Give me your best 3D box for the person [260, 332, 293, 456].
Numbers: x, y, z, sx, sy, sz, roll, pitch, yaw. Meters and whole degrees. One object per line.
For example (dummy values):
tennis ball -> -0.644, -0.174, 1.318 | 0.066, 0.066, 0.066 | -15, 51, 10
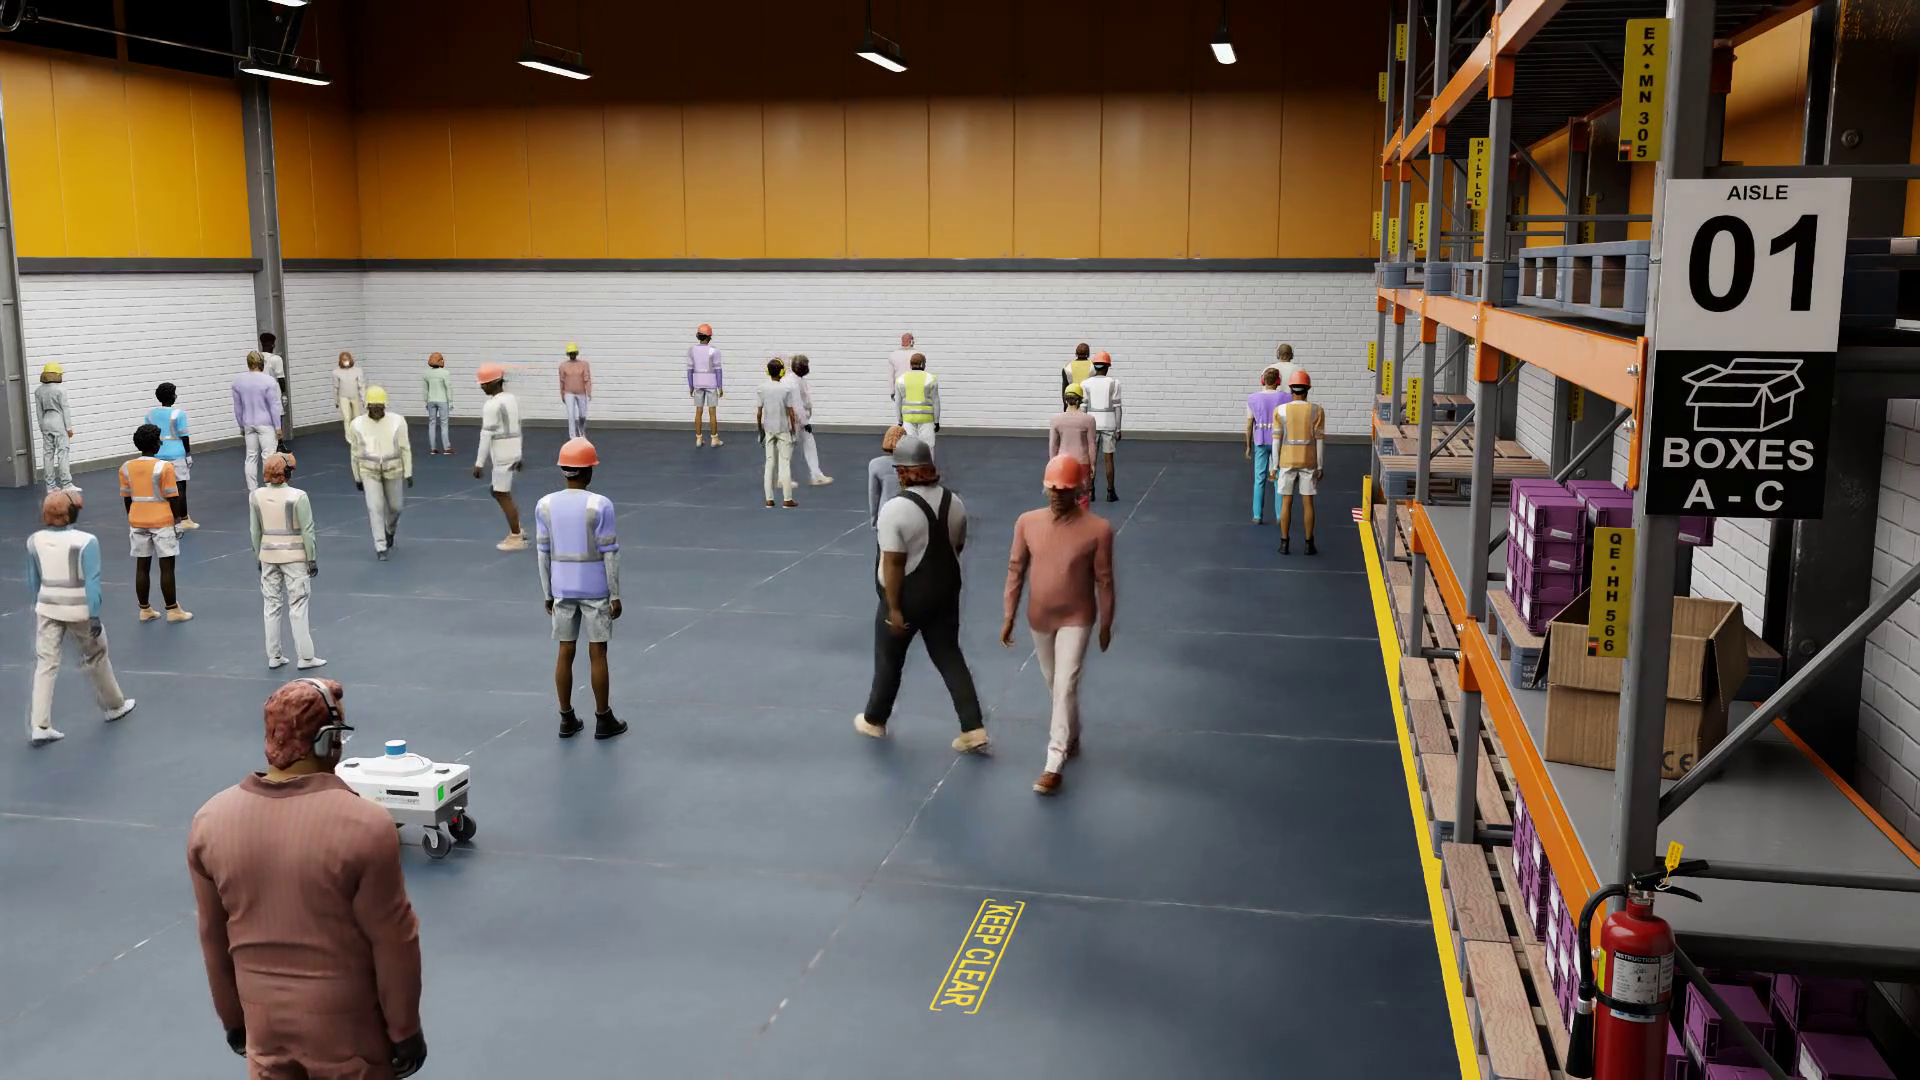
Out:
person -> -10.919, -2.301, 26.319 | 0.603, 1.959, 0.379 | 2, 10, 12

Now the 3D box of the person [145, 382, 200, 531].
person -> -8.978, -0.943, 18.927 | 0.532, 1.697, 0.320 | 2, 10, 12

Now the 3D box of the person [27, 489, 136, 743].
person -> -5.737, 0.468, 10.725 | 0.533, 1.590, 0.886 | 1, 10, 8

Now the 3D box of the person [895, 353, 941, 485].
person -> -0.561, -1.612, 22.546 | 0.621, 1.838, 0.429 | 2, 10, 12

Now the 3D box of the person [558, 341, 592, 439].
person -> -6.480, -2.474, 27.981 | 0.523, 1.746, 0.628 | -3, 10, -18

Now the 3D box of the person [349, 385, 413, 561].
person -> -6.000, -0.719, 17.249 | 0.598, 1.811, 0.741 | -4, 10, -20

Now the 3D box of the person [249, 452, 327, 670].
person -> -5.048, 0.162, 12.441 | 0.514, 1.642, 0.310 | 2, 10, 12

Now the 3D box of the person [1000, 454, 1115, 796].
person -> 0.593, 0.450, 9.833 | 0.614, 1.945, 1.048 | 5, 10, 25

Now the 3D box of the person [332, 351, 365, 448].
person -> -10.148, -2.342, 27.612 | 0.501, 1.609, 0.644 | -5, 11, -28

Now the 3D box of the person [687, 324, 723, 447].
person -> -4.231, -2.569, 27.681 | 0.605, 2.045, 0.377 | 2, 10, 12

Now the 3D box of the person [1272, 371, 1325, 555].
person -> 3.530, -0.801, 17.381 | 0.543, 1.928, 0.373 | 2, 10, 12

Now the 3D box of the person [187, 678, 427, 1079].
person -> -1.786, 1.321, 4.678 | 0.639, 1.902, 0.407 | 2, 10, 12

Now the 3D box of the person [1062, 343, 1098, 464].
person -> 1.860, -2.062, 25.237 | 0.621, 1.845, 0.429 | 2, 10, 12

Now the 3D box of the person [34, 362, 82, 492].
person -> -12.013, -1.491, 22.119 | 0.484, 1.735, 0.309 | 2, 10, 12

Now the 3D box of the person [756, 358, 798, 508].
person -> -2.282, -1.330, 20.740 | 0.520, 1.873, 0.328 | 2, 10, 12

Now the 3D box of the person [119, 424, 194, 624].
person -> -6.803, -0.133, 14.045 | 0.532, 1.697, 0.320 | 2, 10, 12

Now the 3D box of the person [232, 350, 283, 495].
person -> -8.929, -1.441, 21.203 | 0.627, 1.940, 0.371 | 2, 10, 12

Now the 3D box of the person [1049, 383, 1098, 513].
person -> 1.222, -0.806, 17.924 | 0.524, 1.760, 0.327 | 2, 10, 12

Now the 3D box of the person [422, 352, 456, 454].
person -> -8.334, -2.181, 26.575 | 0.499, 1.634, 0.279 | 2, 10, 12

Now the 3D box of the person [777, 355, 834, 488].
person -> -2.104, -1.595, 22.521 | 0.865, 1.805, 0.637 | 1, 9, 7

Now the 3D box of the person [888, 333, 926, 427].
person -> -0.851, -2.467, 27.500 | 0.639, 1.902, 0.407 | 2, 10, 12

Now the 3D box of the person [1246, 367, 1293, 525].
person -> 3.605, -1.083, 19.350 | 0.563, 1.837, 0.389 | 2, 10, 12

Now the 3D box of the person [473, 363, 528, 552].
person -> -4.817, -0.865, 17.533 | 0.503, 2.003, 0.635 | 1, 9, 7

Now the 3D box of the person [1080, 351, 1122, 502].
person -> 1.804, -1.445, 21.262 | 0.543, 1.928, 0.373 | 2, 10, 12

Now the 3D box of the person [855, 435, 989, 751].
person -> -0.234, 0.300, 10.404 | 0.679, 2.000, 1.044 | -8, 12, -40

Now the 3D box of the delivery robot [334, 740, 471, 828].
delivery robot -> -2.922, 1.286, 8.651 | 0.707, 0.478, 0.477 | 2, 10, 12

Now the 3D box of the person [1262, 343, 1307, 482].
person -> 4.512, -1.765, 23.176 | 0.627, 1.934, 0.371 | 2, 10, 12

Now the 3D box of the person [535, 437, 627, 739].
person -> -2.417, 0.312, 10.639 | 0.543, 1.939, 0.361 | 2, 10, 12

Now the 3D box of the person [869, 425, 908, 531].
person -> -0.551, -0.188, 14.567 | 0.499, 1.634, 0.279 | 2, 10, 12
